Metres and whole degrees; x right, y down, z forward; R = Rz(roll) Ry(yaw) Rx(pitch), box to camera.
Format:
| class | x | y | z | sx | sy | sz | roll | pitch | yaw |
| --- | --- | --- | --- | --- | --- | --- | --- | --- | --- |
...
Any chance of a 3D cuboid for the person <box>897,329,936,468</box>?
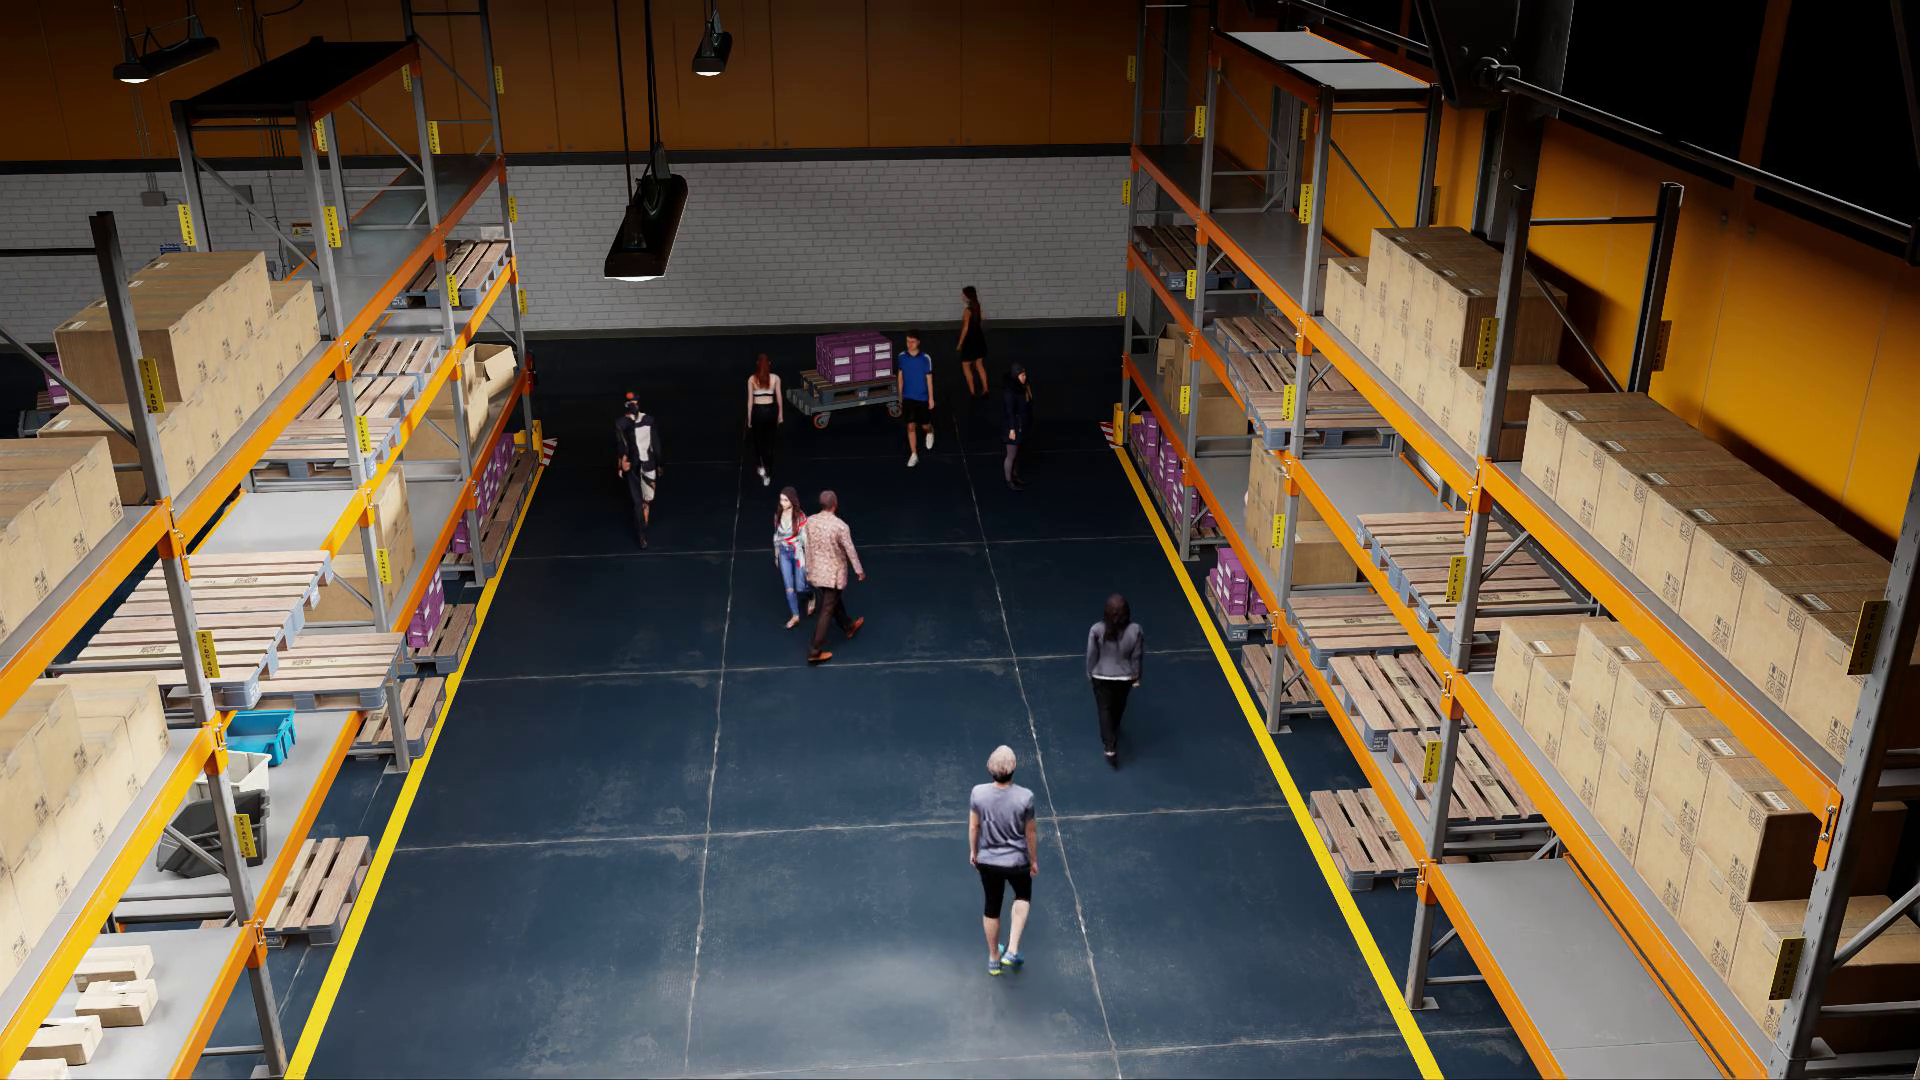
| class | x | y | z | sx | sy | sz | roll | pitch | yaw |
| --- | --- | --- | --- | --- | --- | --- | --- | --- | --- |
| person | -0.548 | -1.929 | 22.120 | 0.875 | 1.846 | 1.122 | 5 | 24 | 12 |

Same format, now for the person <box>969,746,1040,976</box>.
| class | x | y | z | sx | sy | sz | roll | pitch | yaw |
| --- | --- | --- | --- | --- | --- | --- | --- | --- | --- |
| person | 0.306 | 2.408 | 12.162 | 0.775 | 1.875 | 0.770 | 5 | 24 | 12 |

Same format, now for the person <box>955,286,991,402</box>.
| class | x | y | z | sx | sy | sz | roll | pitch | yaw |
| --- | --- | --- | --- | --- | --- | --- | --- | --- | --- |
| person | 0.211 | -2.797 | 24.168 | 0.821 | 1.795 | 0.732 | 18 | 30 | 36 |

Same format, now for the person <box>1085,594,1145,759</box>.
| class | x | y | z | sx | sy | sz | roll | pitch | yaw |
| --- | --- | --- | --- | --- | --- | --- | --- | --- | --- |
| person | 1.405 | 1.252 | 15.185 | 0.661 | 1.571 | 1.005 | -2 | 24 | -5 |

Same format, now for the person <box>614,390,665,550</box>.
| class | x | y | z | sx | sy | sz | roll | pitch | yaw |
| --- | --- | --- | --- | --- | --- | --- | --- | --- | --- |
| person | -3.807 | -0.894 | 19.730 | 0.855 | 1.863 | 1.217 | -7 | 25 | -17 |

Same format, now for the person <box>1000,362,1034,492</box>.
| class | x | y | z | sx | sy | sz | roll | pitch | yaw |
| --- | --- | --- | --- | --- | --- | --- | --- | --- | --- |
| person | 0.712 | -1.461 | 21.265 | 0.846 | 1.673 | 0.752 | 10 | 26 | 22 |

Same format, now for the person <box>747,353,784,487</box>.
| class | x | y | z | sx | sy | sz | roll | pitch | yaw |
| --- | --- | --- | --- | --- | --- | --- | --- | --- | --- |
| person | -2.498 | -1.528 | 21.351 | 0.650 | 1.725 | 0.831 | -4 | 24 | -8 |

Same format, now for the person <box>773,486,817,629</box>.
| class | x | y | z | sx | sy | sz | roll | pitch | yaw |
| --- | --- | --- | --- | --- | --- | --- | --- | --- | --- |
| person | -1.722 | 0.155 | 17.662 | 0.779 | 1.597 | 0.850 | 13 | 27 | 27 |

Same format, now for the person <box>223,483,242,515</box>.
| class | x | y | z | sx | sy | sz | roll | pitch | yaw |
| --- | --- | --- | --- | --- | --- | --- | --- | --- | --- |
| person | -7.581 | 0.164 | 17.574 | 0.735 | 1.651 | 0.628 | -16 | 28 | -31 |

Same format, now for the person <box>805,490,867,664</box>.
| class | x | y | z | sx | sy | sz | roll | pitch | yaw |
| --- | --- | --- | --- | --- | --- | --- | --- | --- | --- |
| person | -1.376 | 0.413 | 16.877 | 1.194 | 1.754 | 1.252 | 19 | 30 | 37 |
